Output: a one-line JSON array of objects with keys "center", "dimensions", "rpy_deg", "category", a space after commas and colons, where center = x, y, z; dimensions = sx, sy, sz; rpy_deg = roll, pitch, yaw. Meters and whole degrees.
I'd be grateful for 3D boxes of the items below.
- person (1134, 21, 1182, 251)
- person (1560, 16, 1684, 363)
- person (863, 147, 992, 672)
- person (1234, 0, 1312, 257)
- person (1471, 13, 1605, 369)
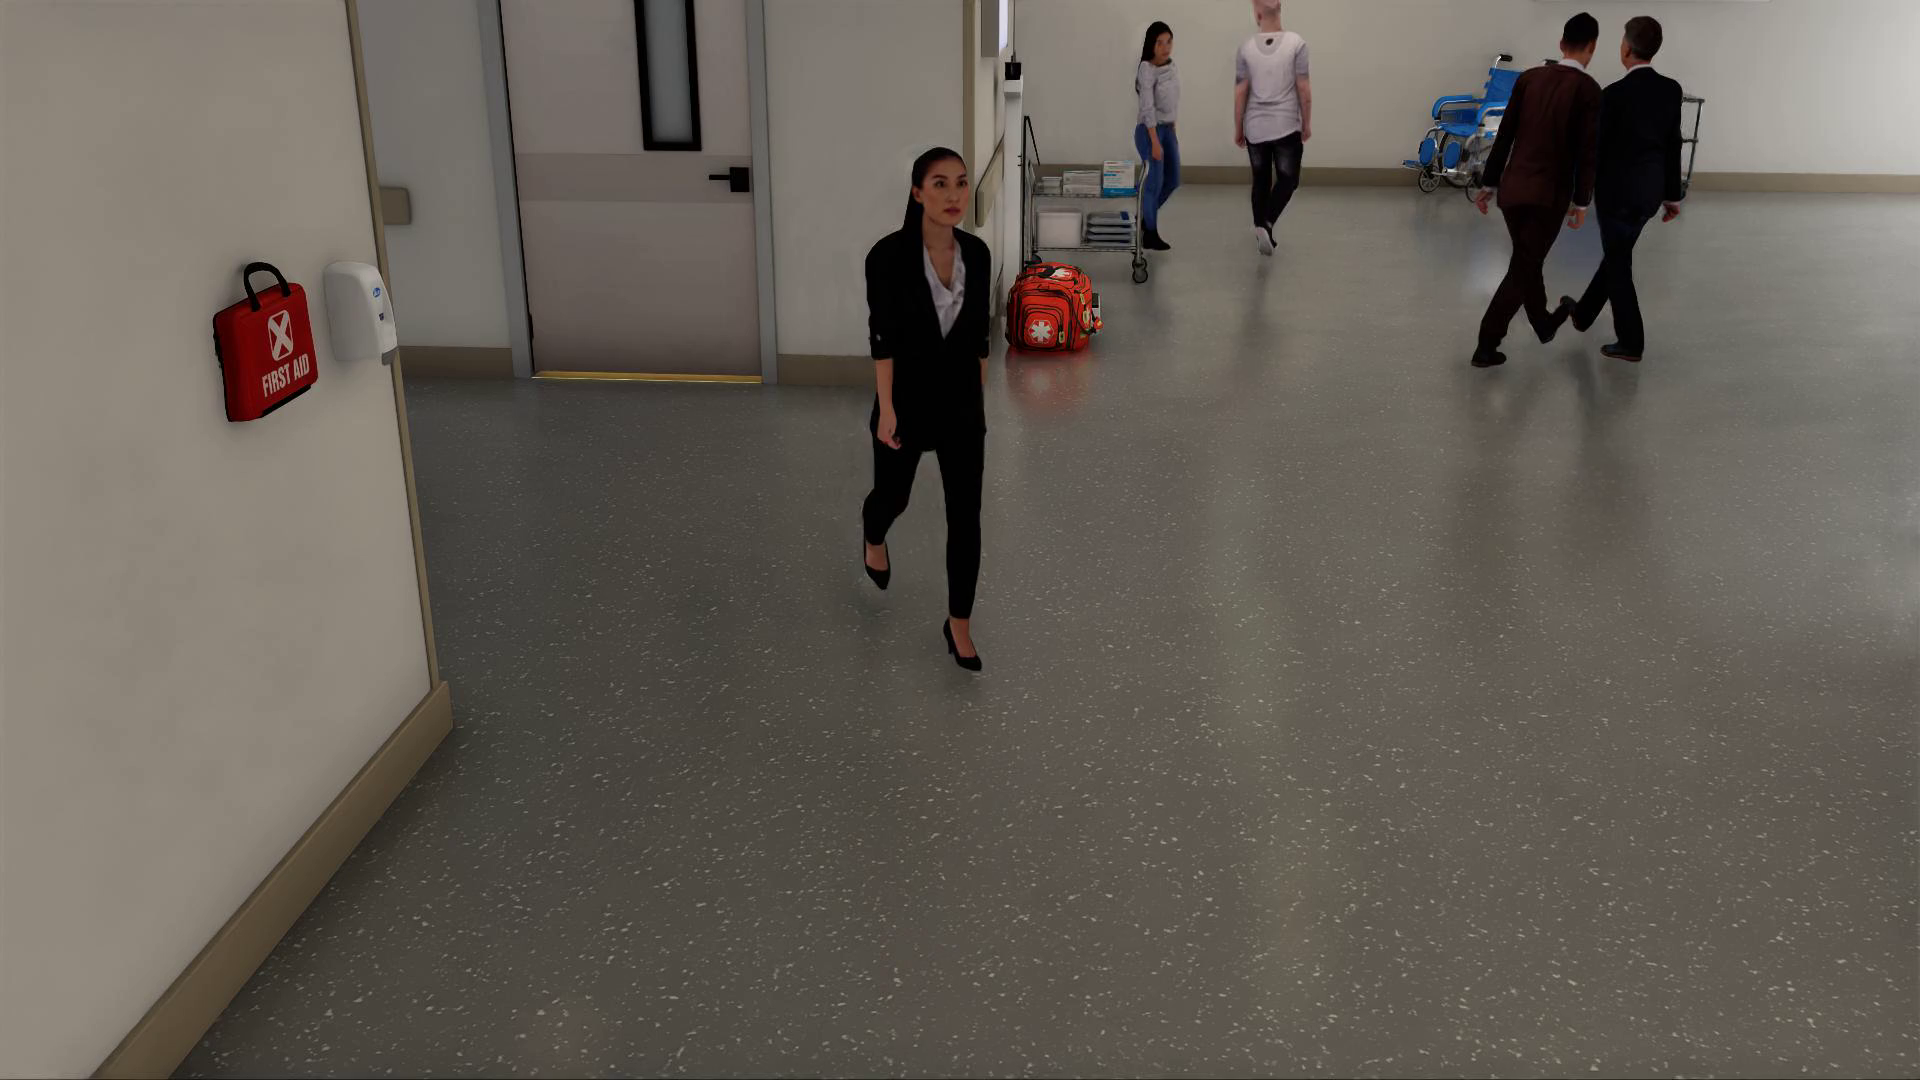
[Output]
[{"center": [1.319, -2.847, 11.823], "dimensions": [0.818, 1.603, 0.732], "rpy_deg": [12, 24, 29], "category": "person"}, {"center": [3.624, -1.841, 8.923], "dimensions": [1.010, 1.776, 1.255], "rpy_deg": [-6, 22, -15], "category": "person"}, {"center": [-0.141, -0.428, 5.395], "dimensions": [0.899, 1.632, 1.132], "rpy_deg": [-8, 22, -20], "category": "person"}, {"center": [2.109, -2.789, 11.397], "dimensions": [0.906, 1.797, 1.131], "rpy_deg": [11, 23, 27], "category": "person"}, {"center": [2.958, -1.761, 8.679], "dimensions": [1.285, 1.799, 1.245], "rpy_deg": [-17, 27, -38], "category": "person"}]
